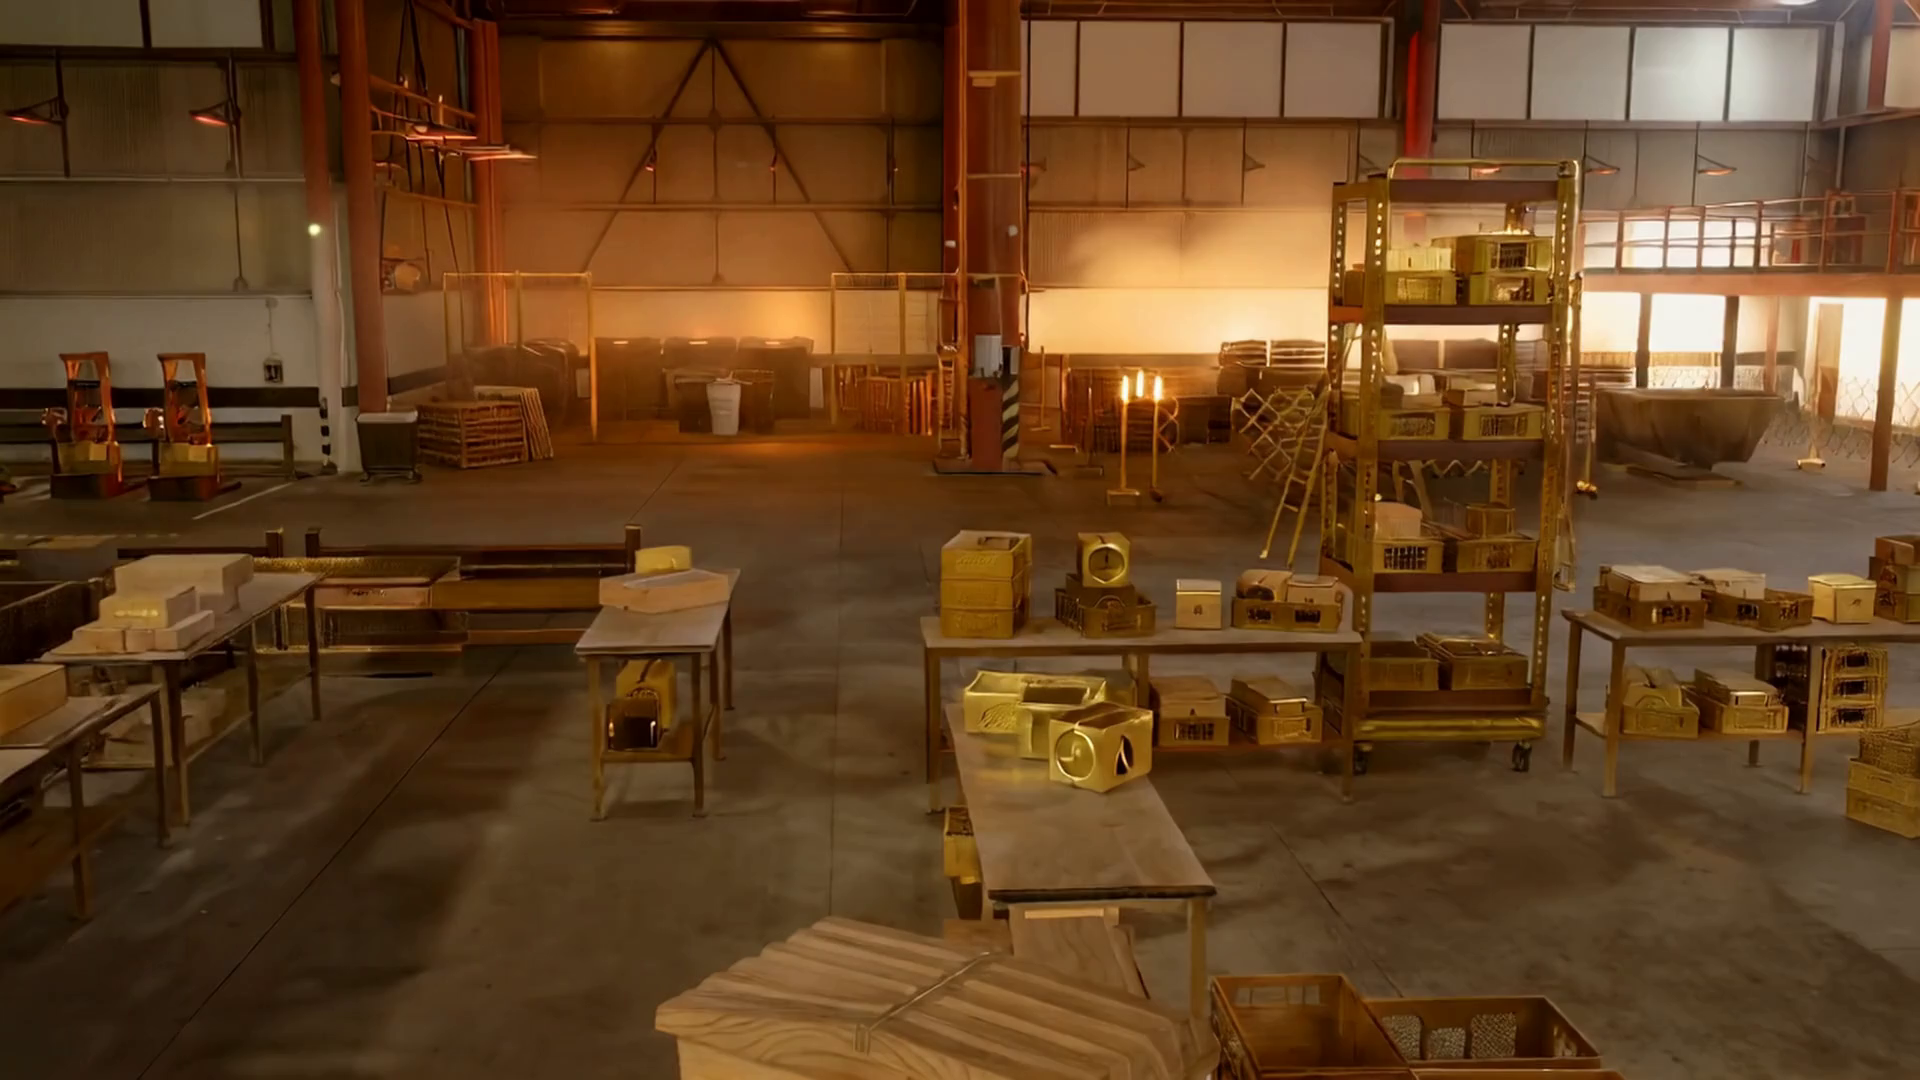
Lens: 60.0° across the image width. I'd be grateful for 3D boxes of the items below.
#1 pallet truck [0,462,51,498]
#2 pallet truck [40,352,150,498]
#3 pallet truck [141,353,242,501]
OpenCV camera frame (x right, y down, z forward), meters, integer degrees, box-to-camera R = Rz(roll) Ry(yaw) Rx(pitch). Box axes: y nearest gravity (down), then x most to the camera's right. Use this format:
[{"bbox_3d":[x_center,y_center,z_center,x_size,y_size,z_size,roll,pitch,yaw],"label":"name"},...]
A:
[{"bbox_3d":[-13.193,-1.293,23.148,0.653,1.274,1.630,-1,9,-4],"label":"pallet truck"},{"bbox_3d":[-11.907,-1.642,23.165,0.823,1.965,1.885,0,9,0],"label":"pallet truck"},{"bbox_3d":[-10.520,-1.604,22.925,0.823,1.965,1.885,-1,9,-6],"label":"pallet truck"}]
